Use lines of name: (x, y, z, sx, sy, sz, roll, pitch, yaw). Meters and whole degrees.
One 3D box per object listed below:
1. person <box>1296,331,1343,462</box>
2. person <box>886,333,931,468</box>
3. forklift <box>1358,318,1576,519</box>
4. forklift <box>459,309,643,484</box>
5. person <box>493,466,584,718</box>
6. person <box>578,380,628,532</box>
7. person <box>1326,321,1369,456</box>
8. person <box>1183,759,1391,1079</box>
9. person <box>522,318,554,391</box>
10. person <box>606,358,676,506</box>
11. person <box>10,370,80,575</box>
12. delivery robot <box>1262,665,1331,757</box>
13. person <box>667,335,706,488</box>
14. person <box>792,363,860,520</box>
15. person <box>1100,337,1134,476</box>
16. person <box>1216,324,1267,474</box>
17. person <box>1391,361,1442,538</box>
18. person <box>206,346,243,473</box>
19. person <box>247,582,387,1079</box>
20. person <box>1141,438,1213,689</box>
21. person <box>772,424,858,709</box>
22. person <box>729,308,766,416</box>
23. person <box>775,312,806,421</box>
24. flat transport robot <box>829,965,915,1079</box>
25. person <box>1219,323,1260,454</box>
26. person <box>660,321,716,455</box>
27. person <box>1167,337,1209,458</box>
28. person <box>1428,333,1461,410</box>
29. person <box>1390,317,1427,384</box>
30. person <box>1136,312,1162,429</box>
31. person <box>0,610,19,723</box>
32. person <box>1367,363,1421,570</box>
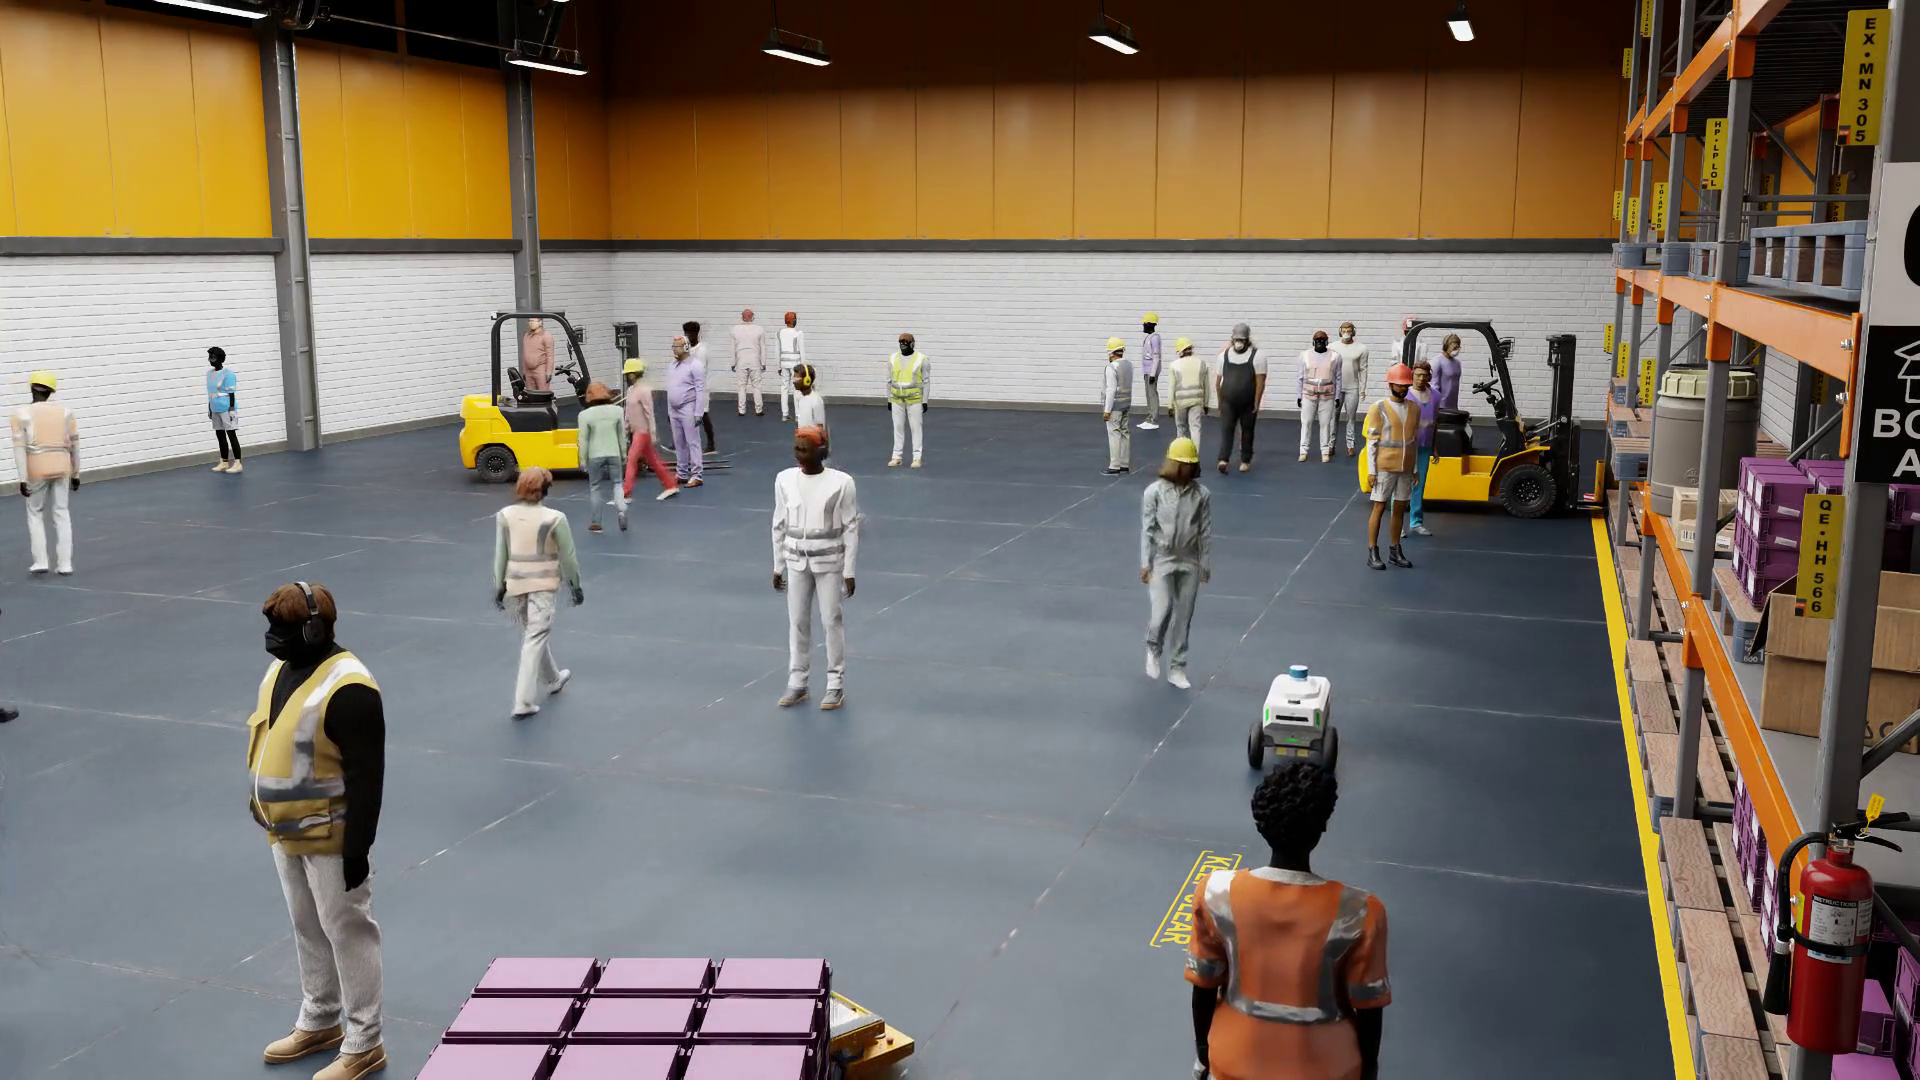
person: (5.020, -2.005, 23.270, 0.624, 1.844, 0.430, 2, 10, 12)
person: (-0.718, -1.904, 22.702, 0.624, 1.845, 0.430, 4, 11, 21)
forklift: (5.787, -1.437, 19.079, 2.313, 2.155, 1.214, 3, 11, 19)
forklift: (-5.354, -1.902, 21.697, 2.313, 2.155, 1.214, -2, 10, -13)
person: (-2.742, 0.315, 10.884, 0.538, 1.589, 0.853, 3, 11, 18)
person: (-3.739, -0.867, 17.468, 0.544, 1.619, 0.553, -5, 11, -28)
person: (5.543, -2.174, 23.948, 0.627, 1.940, 0.372, 3, 10, 15)
person: (0.860, 1.415, 4.418, 0.537, 1.695, 0.321, 4, 11, 21)
person: (-6.988, -2.780, 27.435, 0.651, 1.913, 0.410, 6, 12, 31)
person: (-3.744, -1.283, 19.563, 0.920, 1.717, 0.529, -6, 12, -30)
person: (-8.381, -0.613, 15.315, 0.600, 1.879, 0.601, 9, 14, 42)
delivery robot: (1.988, 0.981, 9.794, 0.477, 0.478, 0.707, 3, 10, 16)
person: (-3.473, -1.613, 20.879, 0.655, 1.906, 0.407, 9, 14, 42)
person: (-1.456, -0.909, 17.140, 0.876, 1.841, 0.525, -4, 11, -22)
person: (2.053, -1.757, 21.909, 0.403, 1.827, 0.601, 7, 12, 34)
person: (3.693, -1.881, 22.013, 0.694, 2.000, 1.050, 3, 11, 17)
person: (4.735, -0.949, 17.330, 0.564, 1.839, 0.396, -4, 11, -19)
person: (-9.832, -1.733, 22.168, 0.535, 1.691, 0.319, 6, 12, 30)
person: (-2.336, 1.056, 6.033, 0.633, 1.843, 0.429, 9, 13, 40)
person: (1.488, 0.157, 11.385, 0.510, 1.729, 0.366, -3, 10, -14)
person: (-0.955, 0.182, 10.881, 0.601, 1.881, 0.437, 3, 11, 18)
person: (-3.752, -3.146, 29.519, 0.643, 1.908, 0.399, 0, 10, 0)
person: (-2.903, -2.988, 28.694, 0.573, 1.882, 0.356, 4, 11, 22)
flat transport robot: (-0.920, 1.859, 5.936, 1.431, 0.197, 0.652, -8, 13, -40)
person: (4.082, -2.196, 24.184, 0.638, 1.902, 0.407, -3, 10, -15)
person: (-3.896, -2.168, 23.911, 0.811, 1.932, 0.634, -5, 11, -26)
person: (3.145, -1.885, 22.802, 0.609, 1.777, 0.881, -1, 10, -8)
person: (6.069, -1.619, 20.841, 0.627, 1.934, 0.370, -10, 14, -44)
person: (6.969, -2.504, 25.866, 0.554, 1.923, 0.522, 4, 11, 20)
person: (3.136, -2.788, 27.431, 0.361, 1.930, 0.589, -1, 10, -6)
person: (-6.183, 0.309, 10.092, 0.557, 1.903, 0.943, 2, 10, 13)
person: (4.075, -0.685, 15.568, 0.551, 1.935, 0.371, -3, 11, -19)
